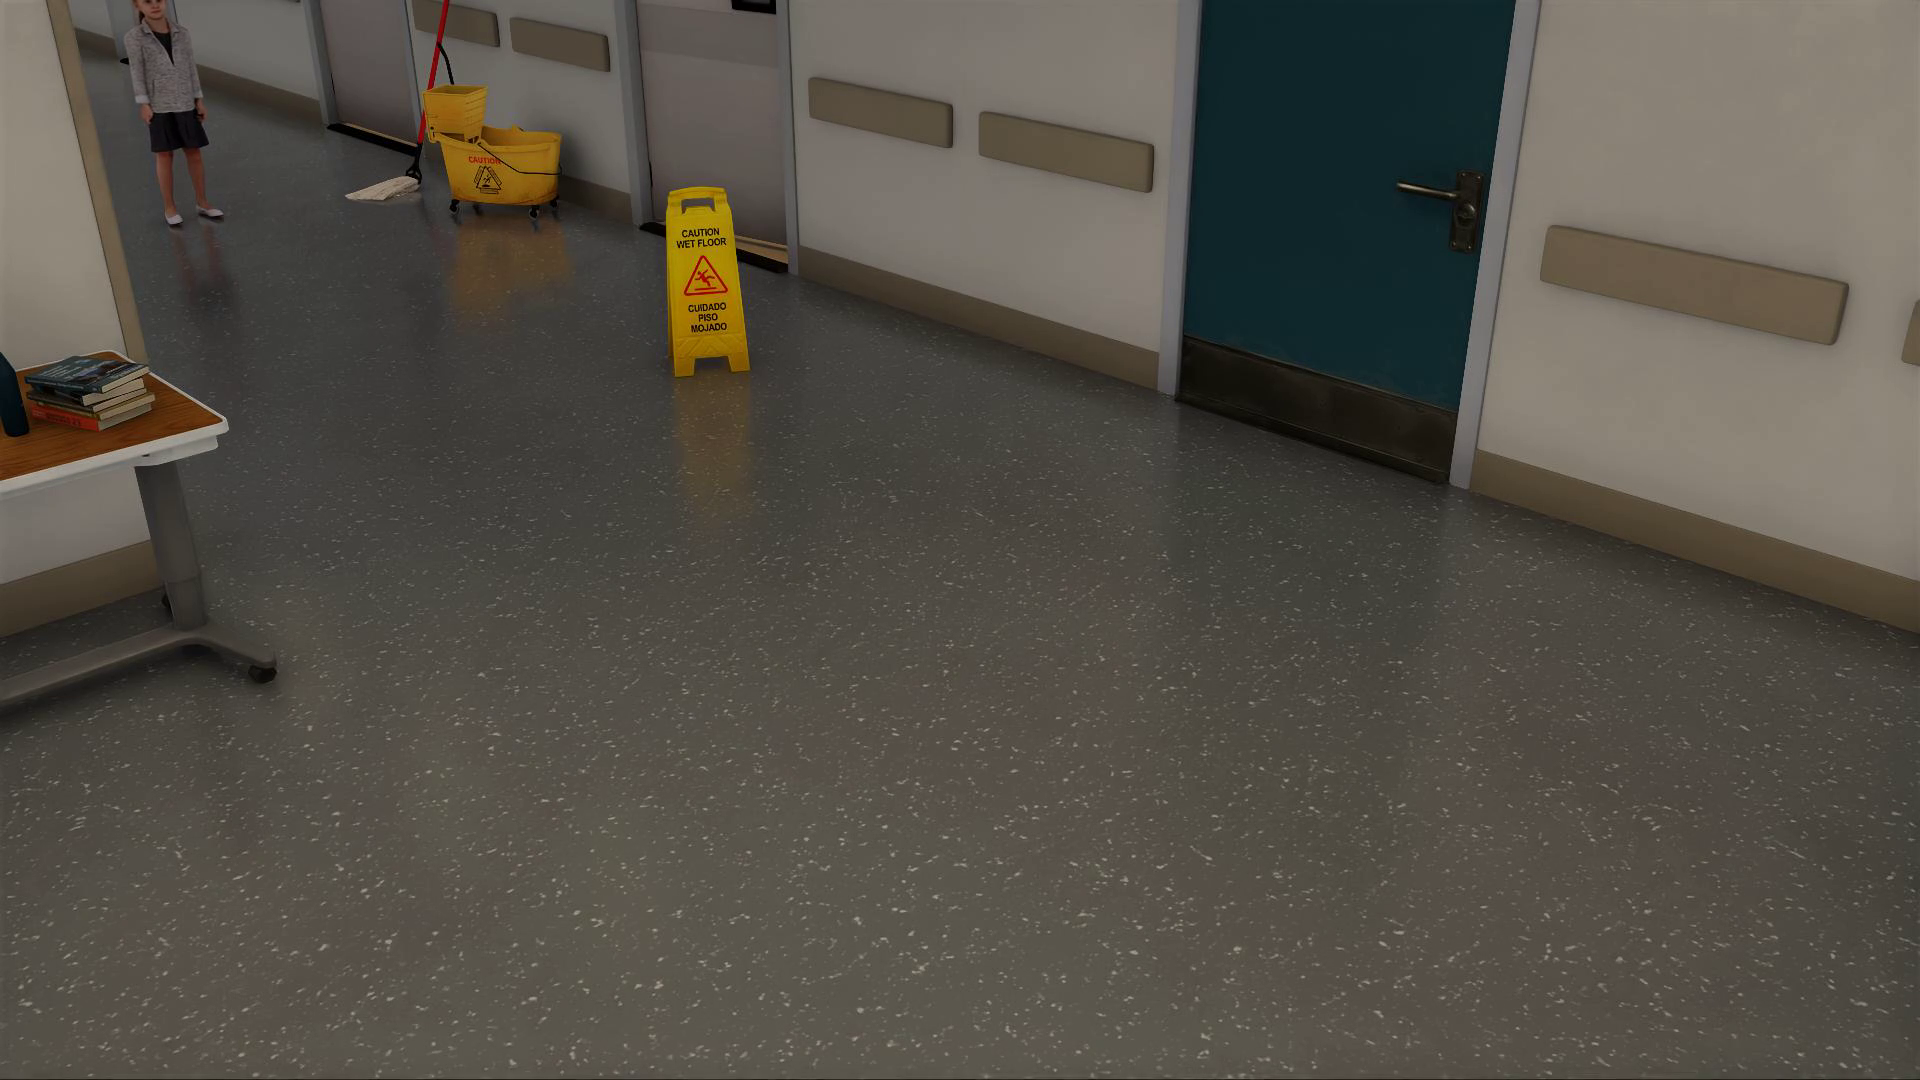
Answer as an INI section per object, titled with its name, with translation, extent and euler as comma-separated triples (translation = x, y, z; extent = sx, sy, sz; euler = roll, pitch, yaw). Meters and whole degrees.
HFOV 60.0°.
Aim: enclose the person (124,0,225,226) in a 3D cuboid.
[person]
translation = -4.280, -2.375, 9.006
extent = 0.498, 1.275, 0.505
euler = -23, 34, -39
